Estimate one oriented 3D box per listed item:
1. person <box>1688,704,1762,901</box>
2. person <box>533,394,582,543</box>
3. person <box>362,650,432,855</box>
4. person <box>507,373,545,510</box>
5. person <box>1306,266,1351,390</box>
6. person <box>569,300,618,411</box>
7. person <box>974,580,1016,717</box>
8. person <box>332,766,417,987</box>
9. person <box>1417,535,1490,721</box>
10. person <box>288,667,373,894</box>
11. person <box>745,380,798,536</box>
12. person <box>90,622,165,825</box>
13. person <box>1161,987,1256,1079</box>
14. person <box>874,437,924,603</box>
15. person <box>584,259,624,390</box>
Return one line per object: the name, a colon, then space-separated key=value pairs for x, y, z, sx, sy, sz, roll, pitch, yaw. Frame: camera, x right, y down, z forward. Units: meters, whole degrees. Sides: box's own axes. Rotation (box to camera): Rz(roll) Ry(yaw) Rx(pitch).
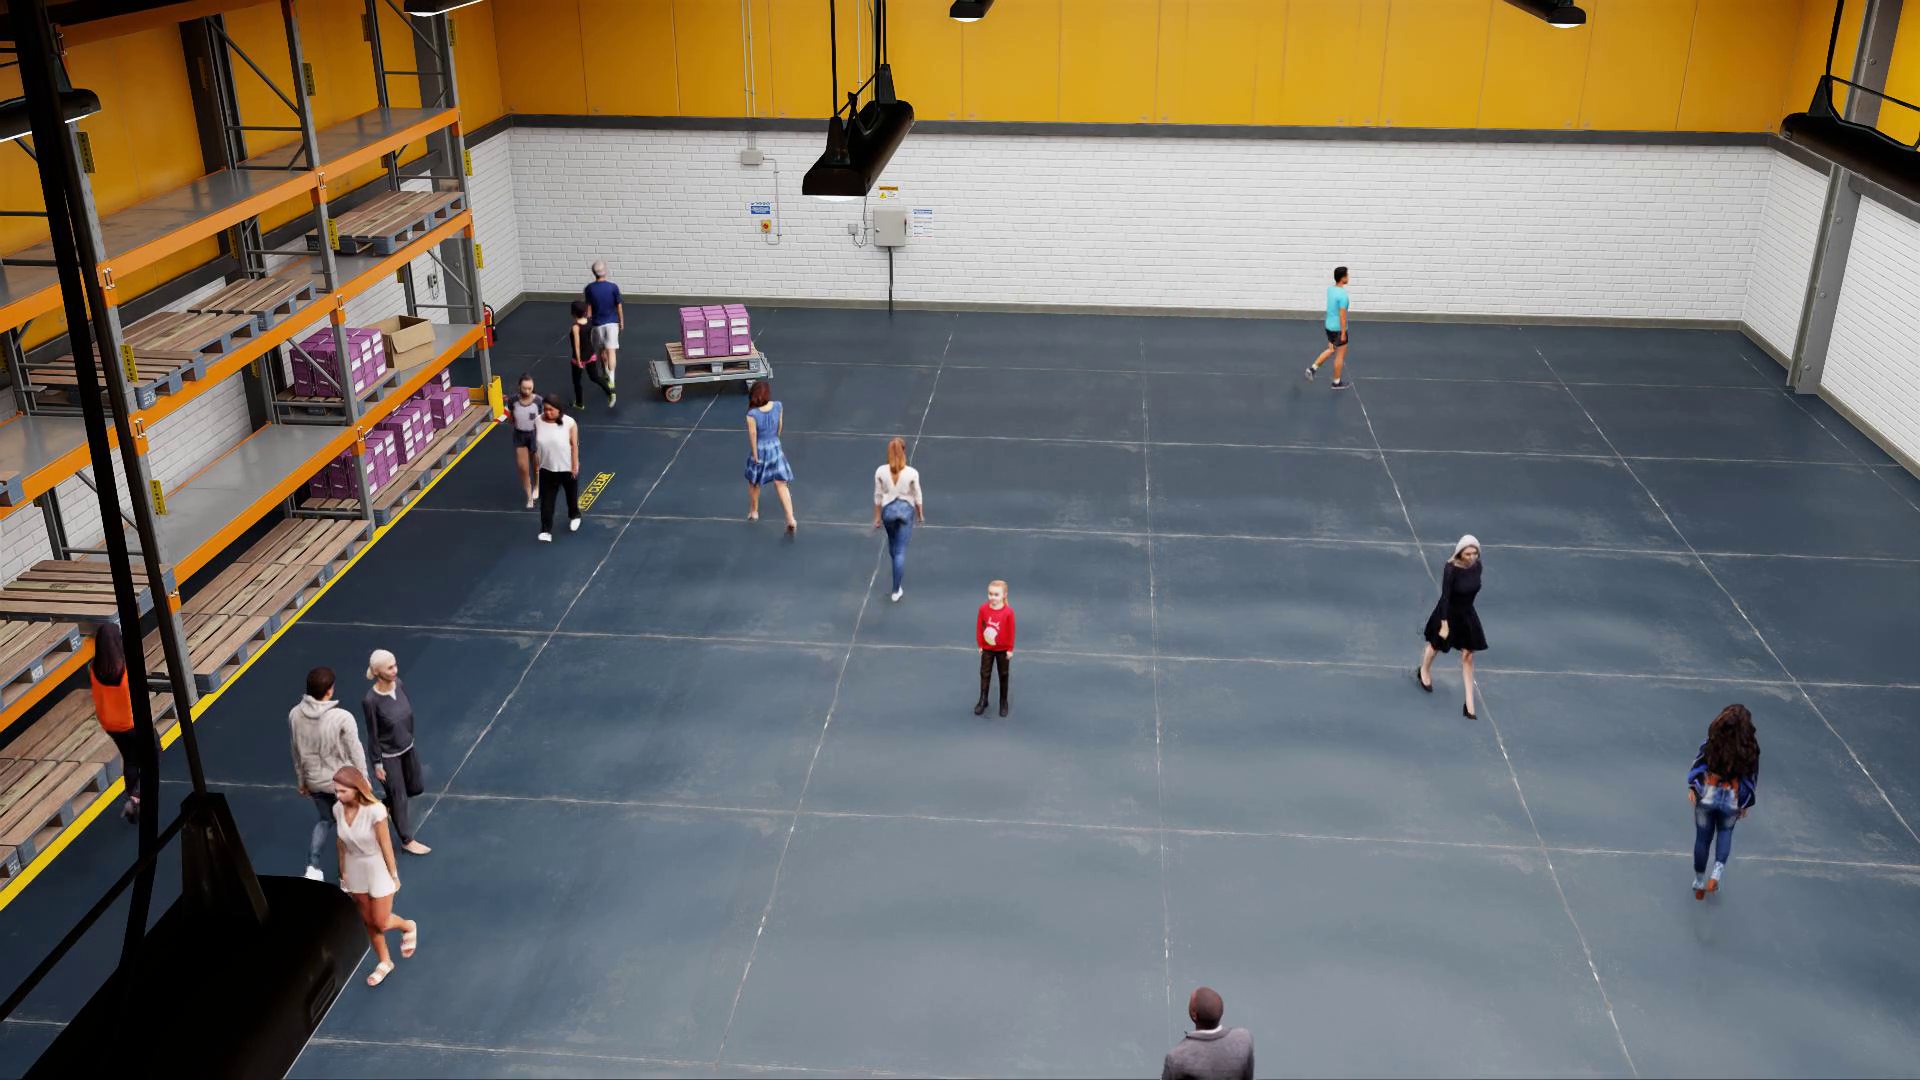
person: x=5.562 y=1.952 z=12.196 sx=0.673 sy=1.613 sz=0.669 roll=8 pitch=25 yaw=18
person: x=-4.450 y=-0.847 z=18.546 sx=0.651 sy=1.654 sz=1.040 roll=2 pitch=24 yaw=5
person: x=-4.436 y=1.611 z=12.849 sx=0.842 sy=1.714 sz=0.859 roll=10 pitch=25 yaw=21
person: x=-5.049 y=-1.188 z=19.391 sx=0.718 sy=1.603 sz=0.895 roll=-1 pitch=24 yaw=-2
person: x=5.171 y=-2.943 z=23.210 sx=0.902 sy=1.760 sz=0.939 roll=-7 pitch=25 yaw=-16
person: x=-5.003 y=-2.470 z=22.409 sx=0.873 sy=1.533 sz=0.974 roll=13 pitch=27 yaw=28
person: x=0.320 y=0.952 z=14.897 sx=0.517 sy=1.281 sz=0.519 roll=5 pitch=24 yaw=11
person: x=-4.001 y=2.244 z=11.441 sx=0.670 sy=1.681 sz=0.760 roll=7 pitch=24 yaw=15
person: x=4.394 y=0.703 z=14.945 sx=0.924 sy=1.698 sz=1.232 roll=-10 pitch=26 yaw=-22
person: x=-4.655 y=1.832 z=12.200 sx=0.681 sy=1.828 sz=0.852 roll=2 pitch=24 yaw=4
person: x=-2.087 y=-0.869 z=18.455 sx=1.070 sy=1.769 sz=1.204 roll=-15 pitch=28 yaw=-31
person: x=-6.593 y=1.508 z=13.063 sx=0.710 sy=1.730 sz=0.804 roll=6 pitch=24 yaw=13
person: x=1.364 y=3.215 z=9.051 sx=0.823 sy=1.816 sz=0.746 roll=-7 pitch=24 yaw=-15
person: x=-0.647 y=-0.182 z=16.990 sx=0.697 sy=1.681 sz=1.087 roll=4 pitch=24 yaw=9
person: x=-4.953 y=-2.967 z=23.220 sx=0.834 sy=1.796 sz=1.264 roll=-4 pitch=24 yaw=-8
